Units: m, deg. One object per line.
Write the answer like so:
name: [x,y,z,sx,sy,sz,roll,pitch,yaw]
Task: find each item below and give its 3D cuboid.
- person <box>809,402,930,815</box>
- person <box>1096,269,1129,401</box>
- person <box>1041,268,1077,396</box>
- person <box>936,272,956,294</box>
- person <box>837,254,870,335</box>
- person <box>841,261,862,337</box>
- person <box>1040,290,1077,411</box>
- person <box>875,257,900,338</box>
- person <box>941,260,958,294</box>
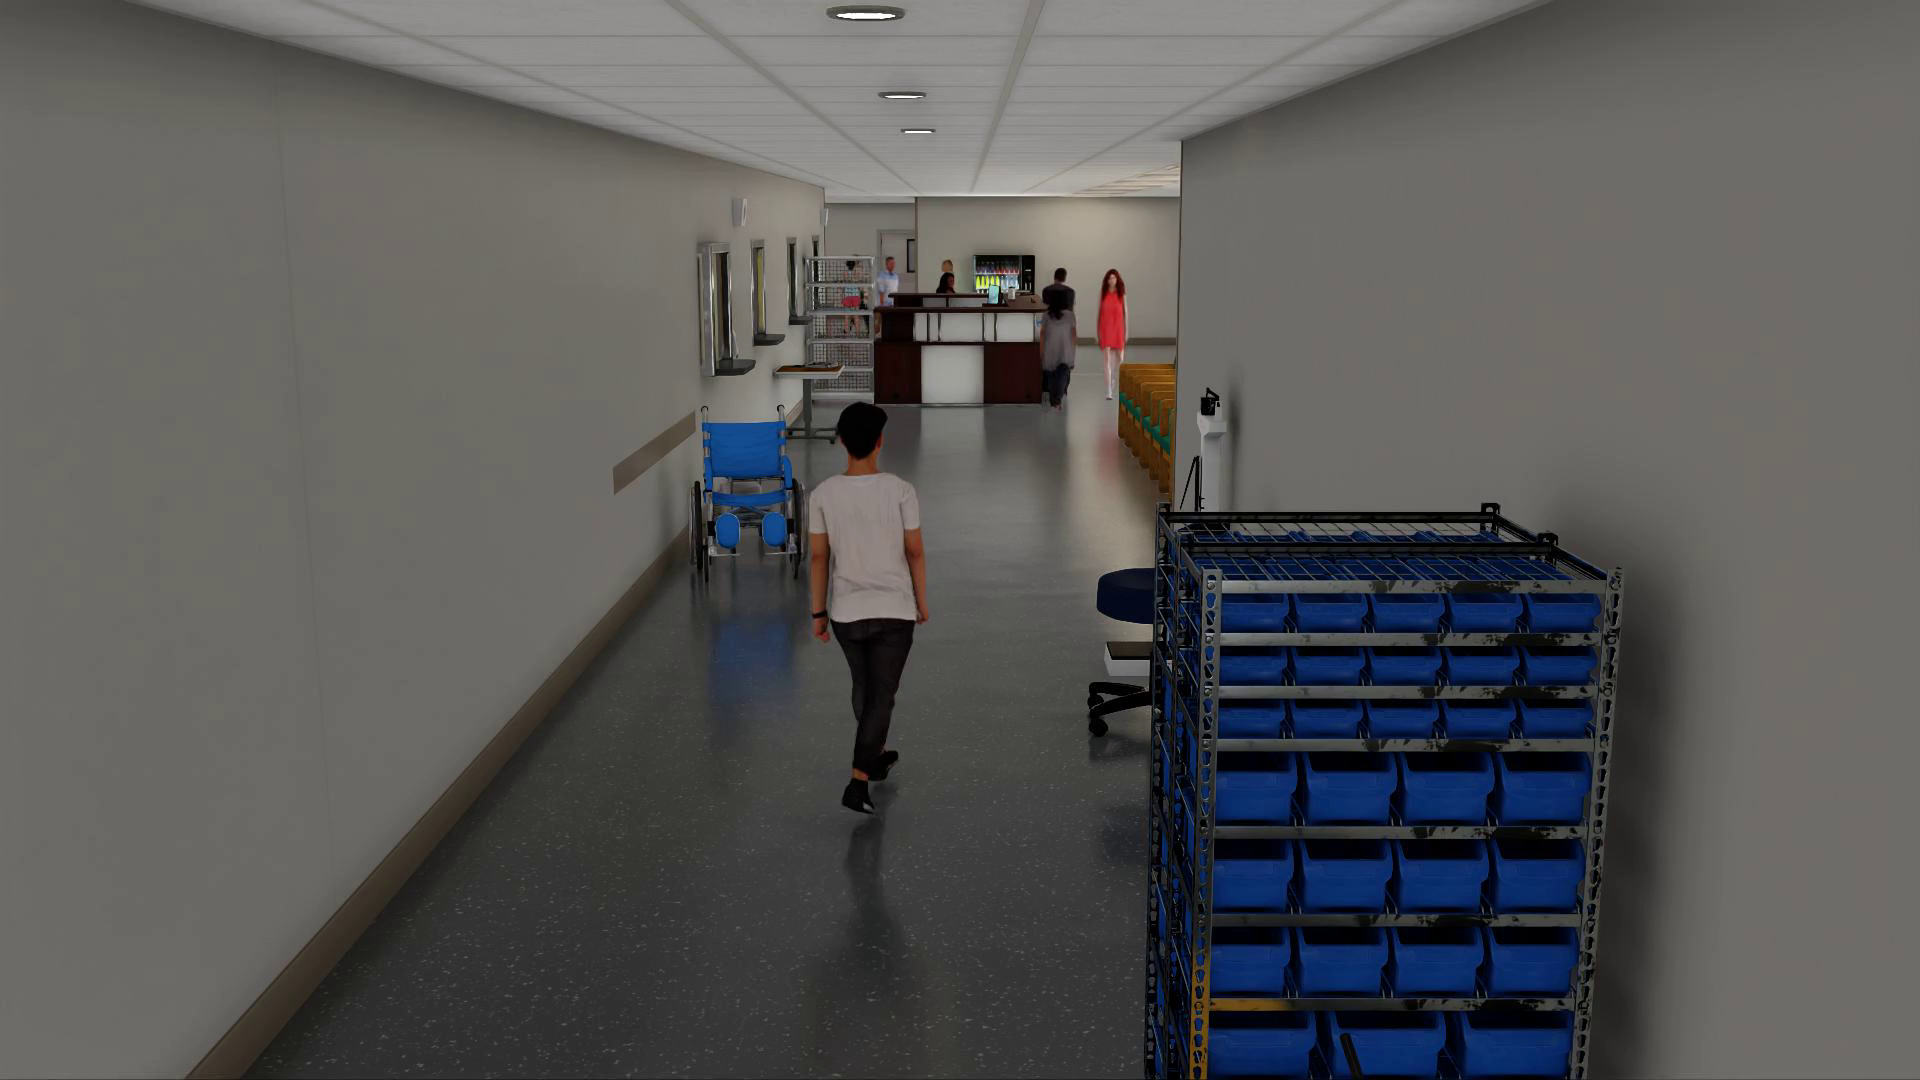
person: [-0.384,0.305,6.916,1.098,1.688,0.861,3,11,14]
person: [2.129,-2.891,23.436,0.895,1.809,0.667,0,11,2]
person: [1.424,-2.968,23.870,1.063,1.797,1.008,-5,12,-24]
person: [-0.266,-3.894,29.244,0.773,1.614,0.748,6,12,27]
person: [-2.132,-5.276,36.137,1.270,1.758,1.076,-7,13,-32]
person: [-2.300,-5.107,35.229,0.570,1.765,0.669,-1,11,-7]
person: [1.284,-2.445,21.739,1.083,1.565,0.871,2,11,13]
person: [-1.460,-4.575,32.318,1.114,1.806,1.143,-9,14,-41]
person: [-0.094,-4.112,29.862,0.982,1.811,0.856,7,13,32]
